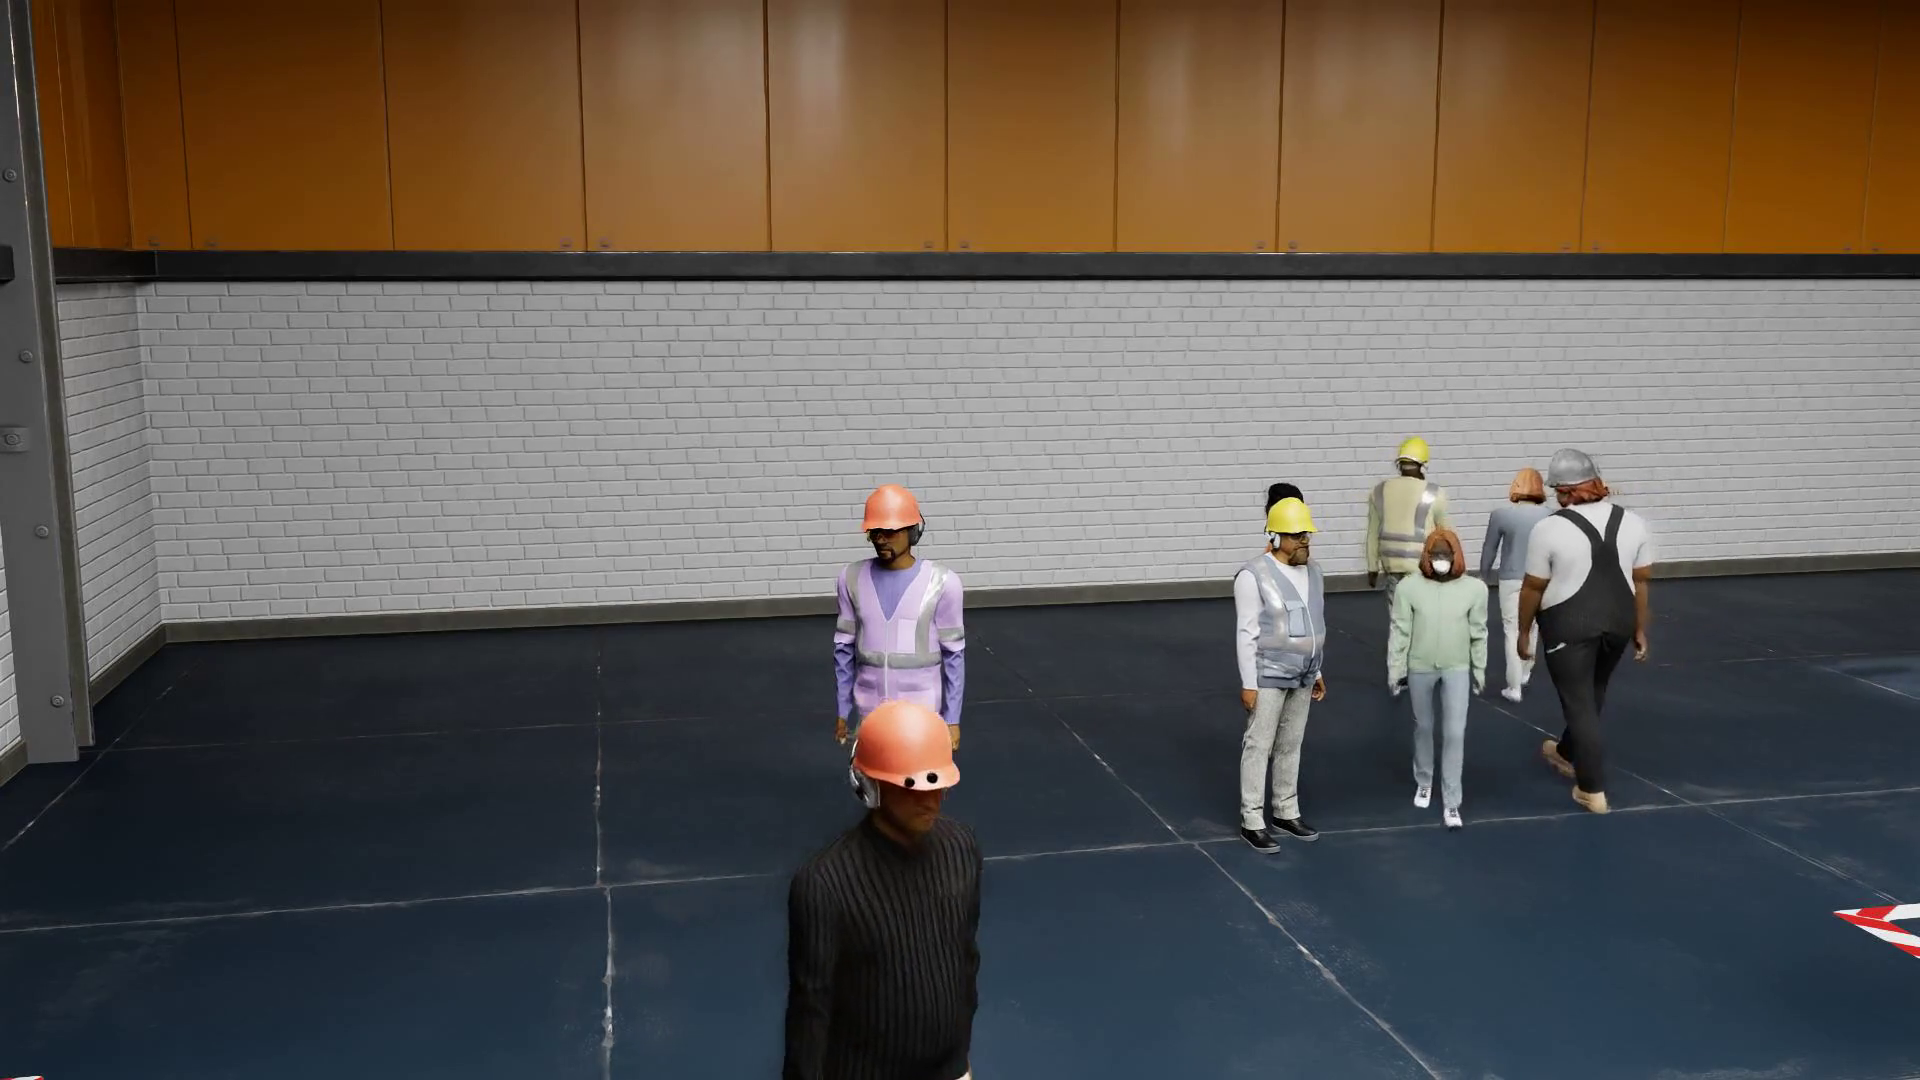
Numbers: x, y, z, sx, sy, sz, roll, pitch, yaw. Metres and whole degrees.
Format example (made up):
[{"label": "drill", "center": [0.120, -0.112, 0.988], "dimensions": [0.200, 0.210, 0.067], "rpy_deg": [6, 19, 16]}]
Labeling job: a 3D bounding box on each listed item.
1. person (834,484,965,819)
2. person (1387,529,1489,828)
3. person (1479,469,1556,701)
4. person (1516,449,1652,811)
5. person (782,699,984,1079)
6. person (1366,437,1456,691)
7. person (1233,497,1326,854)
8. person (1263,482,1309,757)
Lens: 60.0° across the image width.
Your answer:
[{"label": "person", "center": [-0.291, 0.759, 7.543], "dimensions": [0.616, 2.041, 0.382], "rpy_deg": [3, 10, 17]}, {"label": "person", "center": [2.580, 0.741, 9.006], "dimensions": [0.522, 1.595, 0.805], "rpy_deg": [3, 10, 16]}, {"label": "person", "center": [3.947, 0.290, 11.742], "dimensions": [0.529, 1.588, 0.811], "rpy_deg": [2, 9, 10]}, {"label": "person", "center": [3.463, 0.447, 9.454], "dimensions": [0.702, 2.000, 0.977], "rpy_deg": [-2, 9, -11]}, {"label": "person", "center": [-0.223, 1.337, 4.296], "dimensions": [0.634, 1.963, 0.962], "rpy_deg": [-8, 12, -39]}, {"label": "person", "center": [3.297, 0.157, 11.968], "dimensions": [0.599, 1.799, 0.785], "rpy_deg": [9, 13, 43]}, {"label": "person", "center": [1.679, 0.687, 8.616], "dimensions": [0.588, 1.835, 0.403], "rpy_deg": [-7, 12, -36]}, {"label": "person", "center": [1.982, 0.490, 10.236], "dimensions": [0.320, 1.698, 0.531], "rpy_deg": [4, 10, 23]}]
